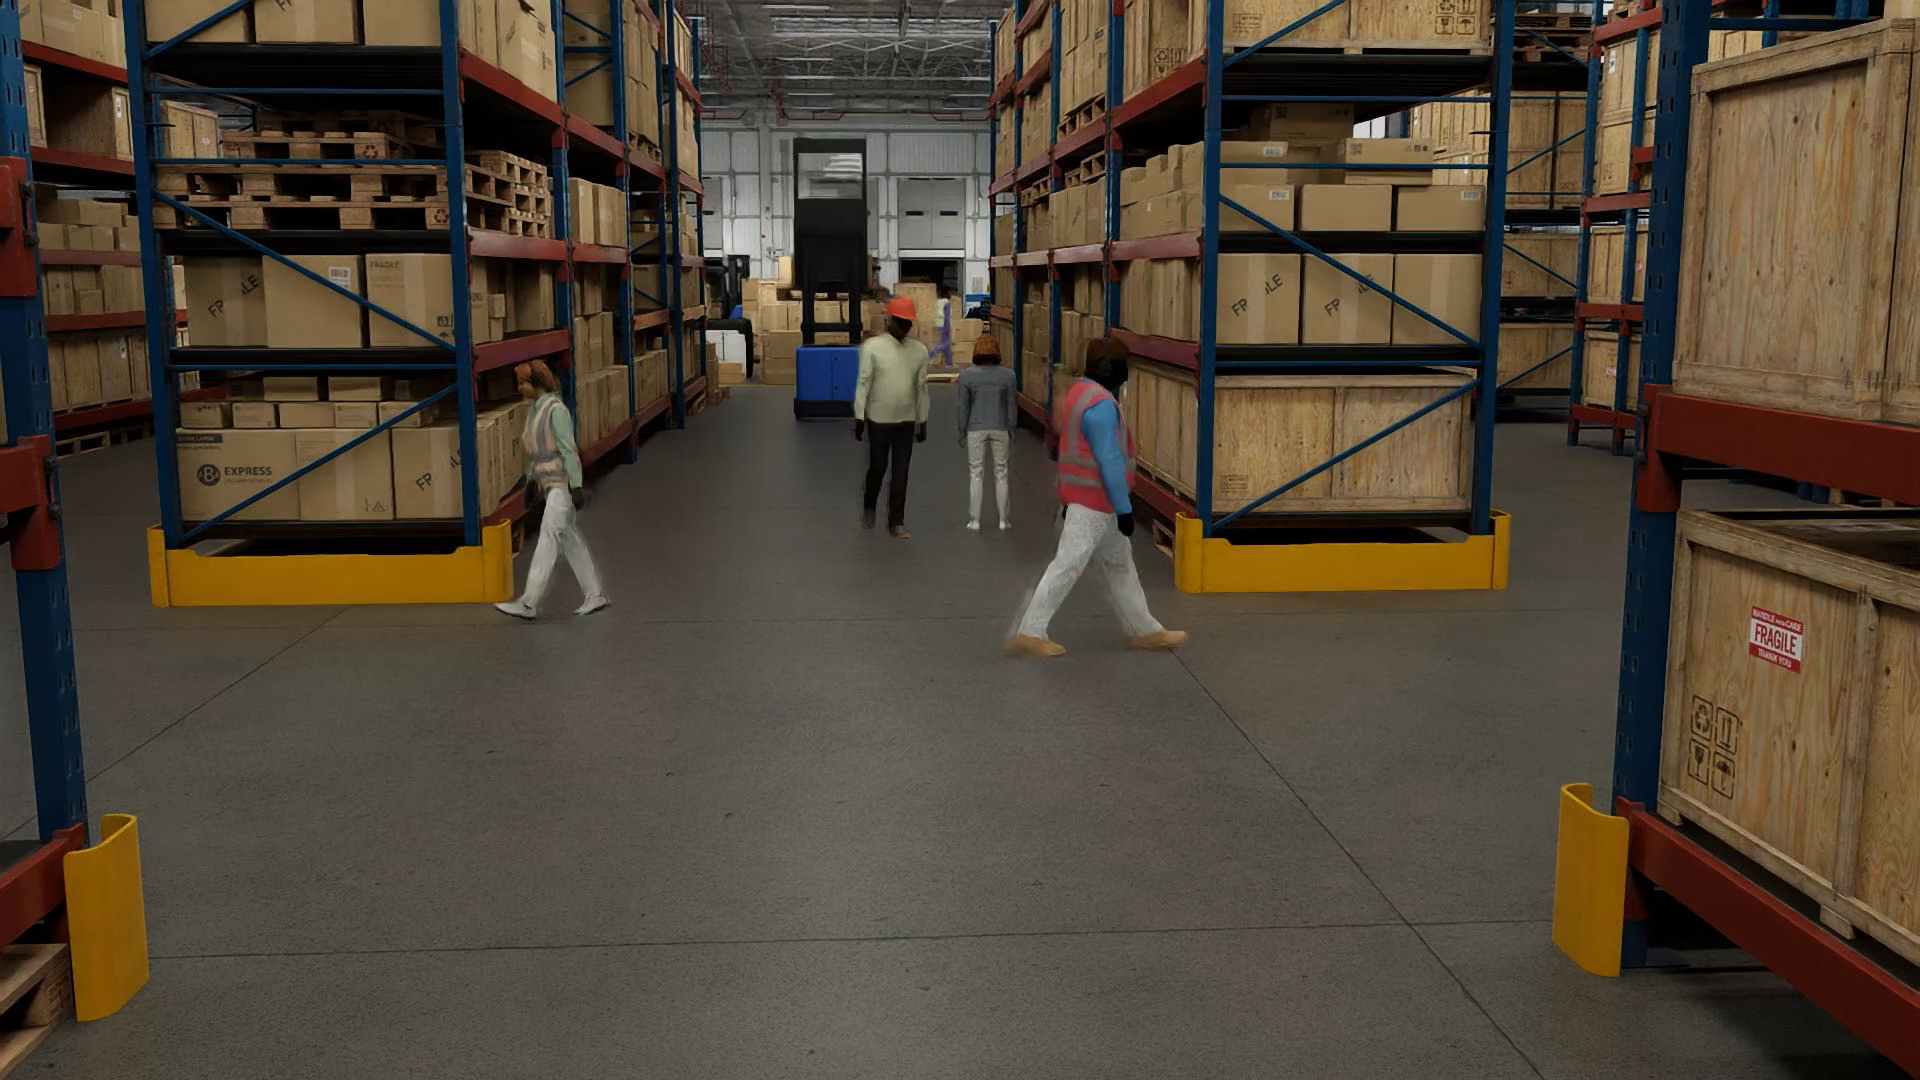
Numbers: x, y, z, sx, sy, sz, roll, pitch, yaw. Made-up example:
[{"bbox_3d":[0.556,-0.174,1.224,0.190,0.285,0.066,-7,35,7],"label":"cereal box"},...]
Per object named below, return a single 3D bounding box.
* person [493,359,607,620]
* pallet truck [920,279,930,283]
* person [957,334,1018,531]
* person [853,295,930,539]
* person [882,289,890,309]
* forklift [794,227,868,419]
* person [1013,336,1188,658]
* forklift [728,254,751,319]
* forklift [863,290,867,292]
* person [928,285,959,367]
[{"bbox_3d":[-2.527,-0.307,10.244,0.744,1.593,0.582,-6,11,-33],"label":"person"},{"bbox_3d":[-0.932,-8.922,63.114,1.885,1.965,0.823,2,9,13],"label":"pallet truck"},{"bbox_3d":[0.227,-0.882,13.770,0.498,1.633,0.285,0,9,-2],"label":"person"},{"bbox_3d":[-0.564,-1.005,13.513,0.644,1.972,0.602,-4,10,-23],"label":"person"},{"bbox_3d":[-2.578,-7.951,58.138,0.306,1.639,0.522,-1,9,-8],"label":"person"},{"bbox_3d":[-1.901,-3.235,24.644,1.129,2.768,1.873,-1,9,-4],"label":"forklift"},{"bbox_3d":[0.758,-0.225,9.184,1.000,1.791,0.637,0,9,-2],"label":"person"},{"bbox_3d":[-7.609,-8.483,57.593,1.873,2.768,1.129,5,10,27],"label":"forklift"},{"bbox_3d":[-3.693,-8.485,57.608,1.129,2.768,1.873,-6,11,-32],"label":"forklift"},{"bbox_3d":[-0.405,-4.890,38.123,0.754,1.900,0.595,-3,10,-18],"label":"person"}]
